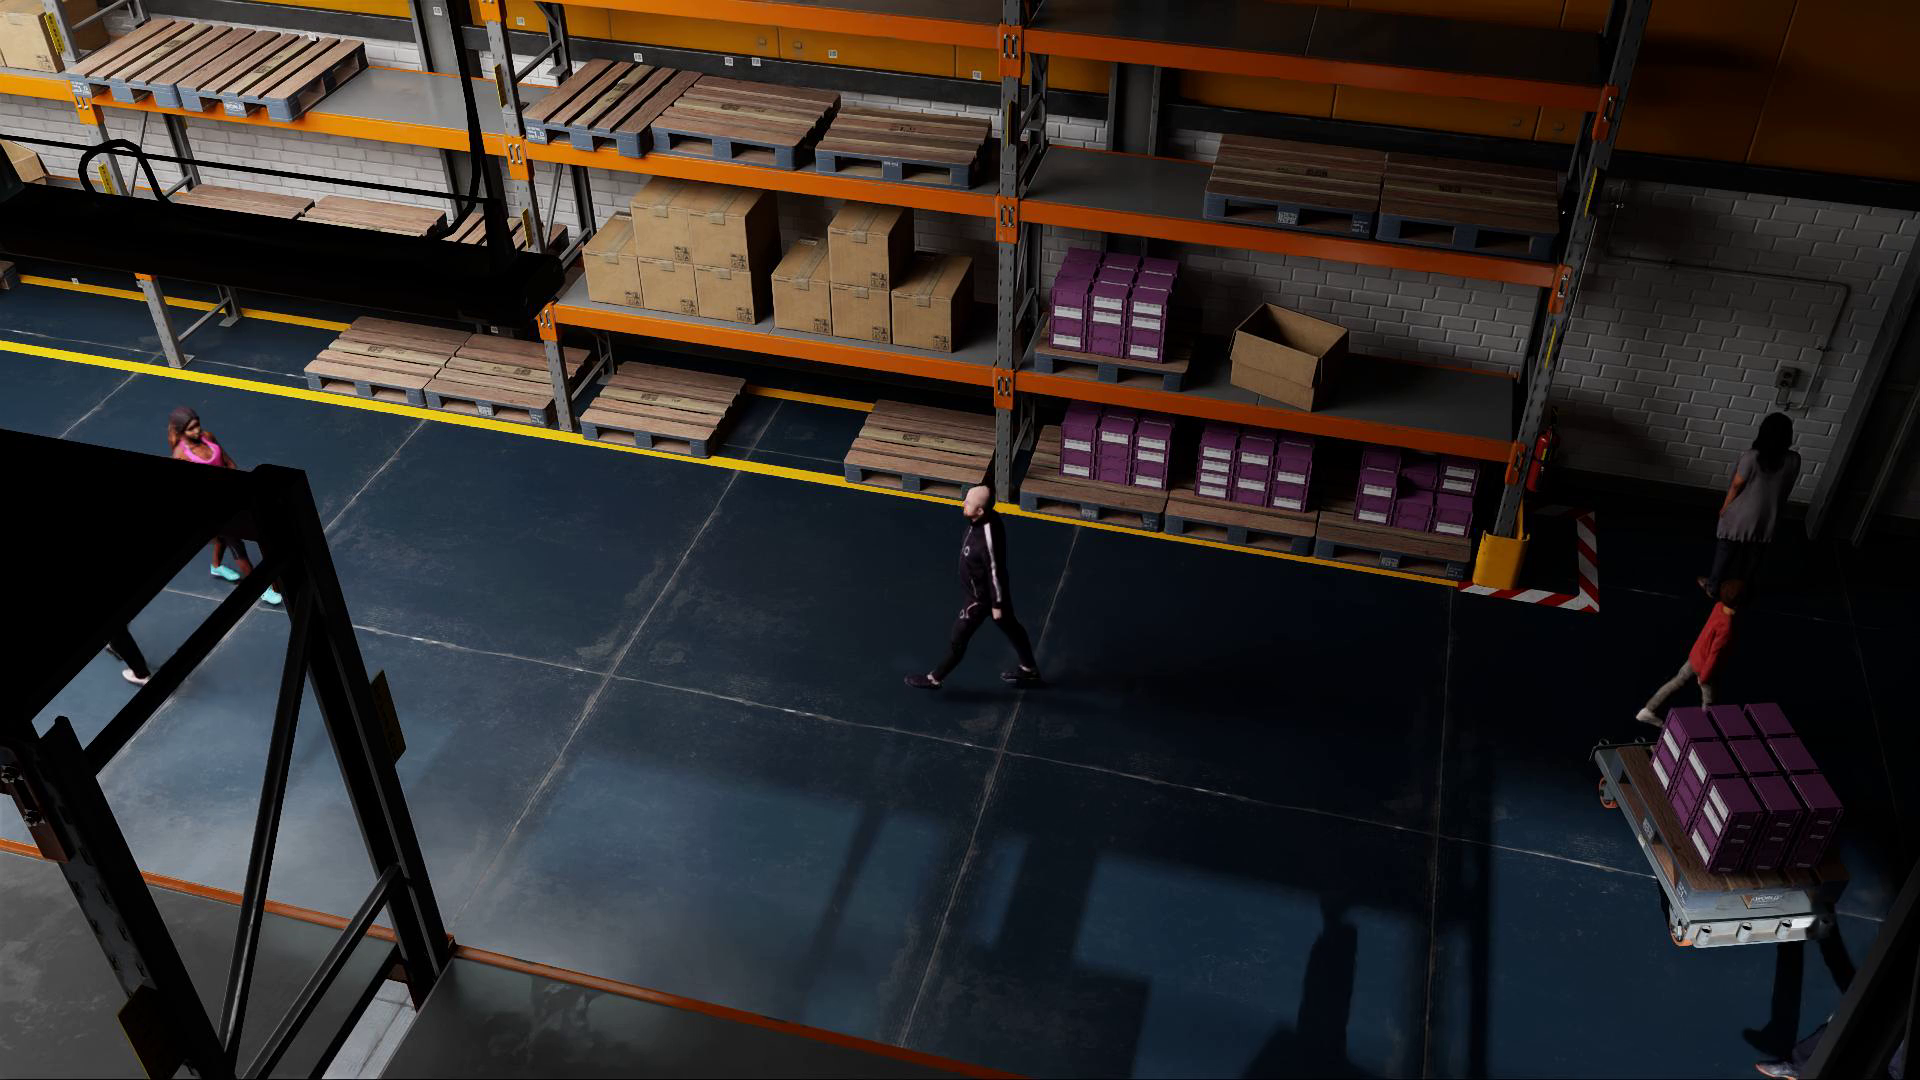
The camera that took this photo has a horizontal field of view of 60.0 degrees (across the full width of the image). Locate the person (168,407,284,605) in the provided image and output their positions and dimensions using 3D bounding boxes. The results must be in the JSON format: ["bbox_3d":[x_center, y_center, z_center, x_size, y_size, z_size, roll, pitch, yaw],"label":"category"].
[{"bbox_3d":[-5.701,-0.309,12.631,1.016,1.692,0.613,13,40,16],"label":"person"}]

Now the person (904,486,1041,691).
[{"bbox_3d":[0.280,0.385,11.698,1.307,1.773,0.938,-1,39,-1],"label":"person"}]

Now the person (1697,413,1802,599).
[{"bbox_3d":[6.018,-0.245,12.619,0.670,1.608,0.758,1,39,1],"label":"person"}]

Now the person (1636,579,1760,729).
[{"bbox_3d":[5.073,0.823,11.455,0.941,1.392,0.598,6,39,7],"label":"person"}]

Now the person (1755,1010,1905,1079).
[{"bbox_3d":[5.154,2.530,9.029,1.163,1.752,0.769,16,41,19],"label":"person"}]
